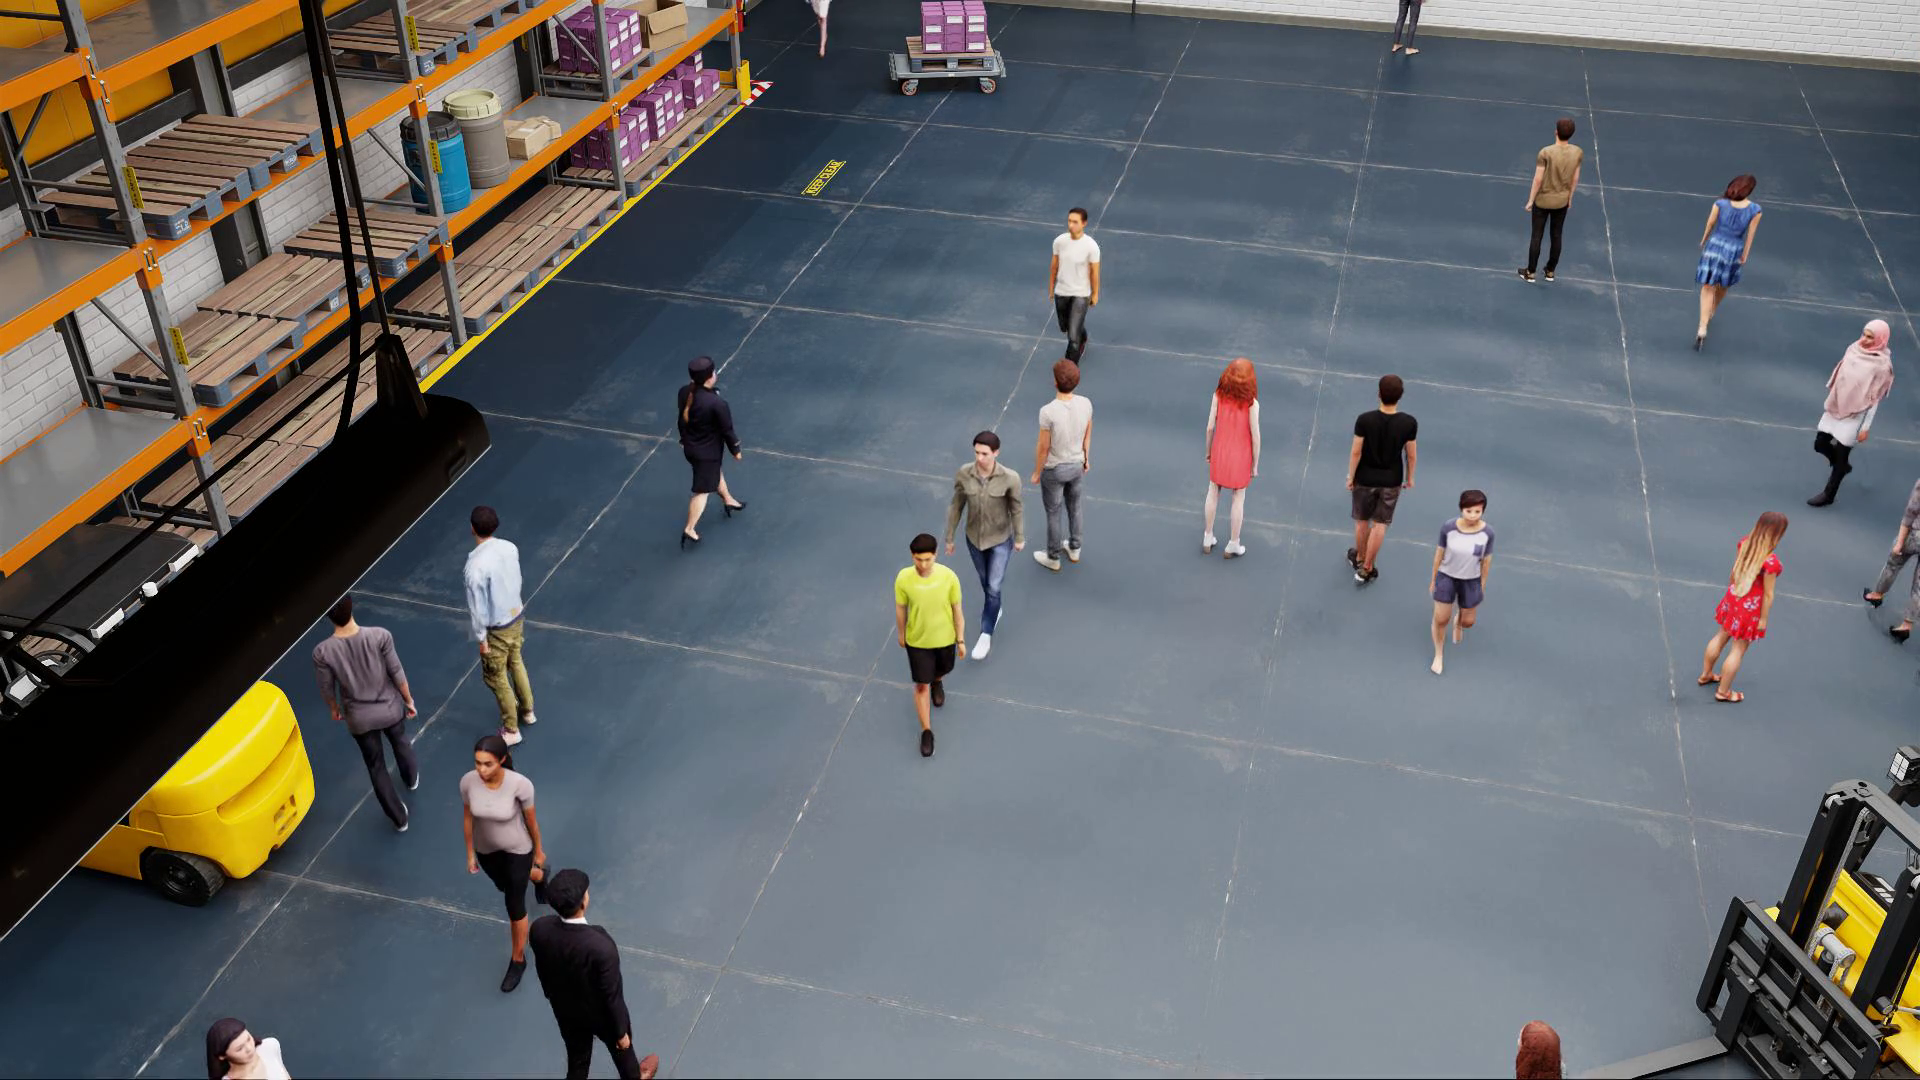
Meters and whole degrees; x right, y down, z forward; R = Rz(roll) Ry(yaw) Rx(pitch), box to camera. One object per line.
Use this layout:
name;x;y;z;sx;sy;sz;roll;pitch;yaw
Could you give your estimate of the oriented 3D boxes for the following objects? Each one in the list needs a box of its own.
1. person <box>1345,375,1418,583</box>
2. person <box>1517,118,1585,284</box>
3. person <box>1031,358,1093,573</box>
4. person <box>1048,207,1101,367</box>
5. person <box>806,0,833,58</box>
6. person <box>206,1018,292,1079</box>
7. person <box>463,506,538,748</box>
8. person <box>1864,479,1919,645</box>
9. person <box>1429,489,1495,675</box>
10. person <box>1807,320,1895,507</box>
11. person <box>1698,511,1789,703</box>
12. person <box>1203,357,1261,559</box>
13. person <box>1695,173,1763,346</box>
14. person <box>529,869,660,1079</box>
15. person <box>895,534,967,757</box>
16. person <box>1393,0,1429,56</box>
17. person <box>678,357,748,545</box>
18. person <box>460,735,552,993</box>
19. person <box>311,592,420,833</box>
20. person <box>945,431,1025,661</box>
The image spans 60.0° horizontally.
person;3.363;-0.482;13.415;0.743;1.858;0.801;6;34;8
person;6.522;-3.742;18.326;0.726;1.851;0.680;-1;34;-2
person;0.840;-0.605;13.564;0.748;1.898;0.802;-17;37;-24
person;1.163;-2.468;16.476;0.810;1.778;1.159;16;37;23
person;-2.118;-8.281;25.247;0.670;1.749;1.140;4;34;6
person;-3.552;2.987;8.368;0.771;1.668;0.917;15;37;22
person;-3.267;0.618;11.825;0.928;1.785;0.506;3;34;4
person;7.421;0.078;12.770;0.709;1.639;0.948;3;34;4
person;3.769;0.260;12.578;0.558;1.549;0.720;9;35;13
person;7.765;-1.103;14.406;0.915;1.795;0.864;-14;36;-20
person;5.762;0.470;12.223;0.721;1.592;0.624;-8;35;-12
person;2.233;-0.674;13.734;0.667;1.826;0.625;20;39;27
person;7.807;-2.840;17.052;0.647;1.759;1.128;10;35;15
person;-2.042;2.541;8.871;0.800;1.854;1.056;13;36;18
person;-0.209;0.633;11.902;0.913;1.676;1.177;-4;34;-6
person;6.868;-8.320;25.287;0.718;1.770;0.732;27;42;34
person;-2.180;-0.702;13.952;0.988;1.629;1.189;24;41;32
person;-2.724;1.824;10.069;0.661;1.721;1.114;6;34;8
person;-3.865;1.171;10.957;0.991;1.825;1.069;-13;36;-18
person;0.259;-0.068;12.815;0.804;1.833;1.041;12;36;18
